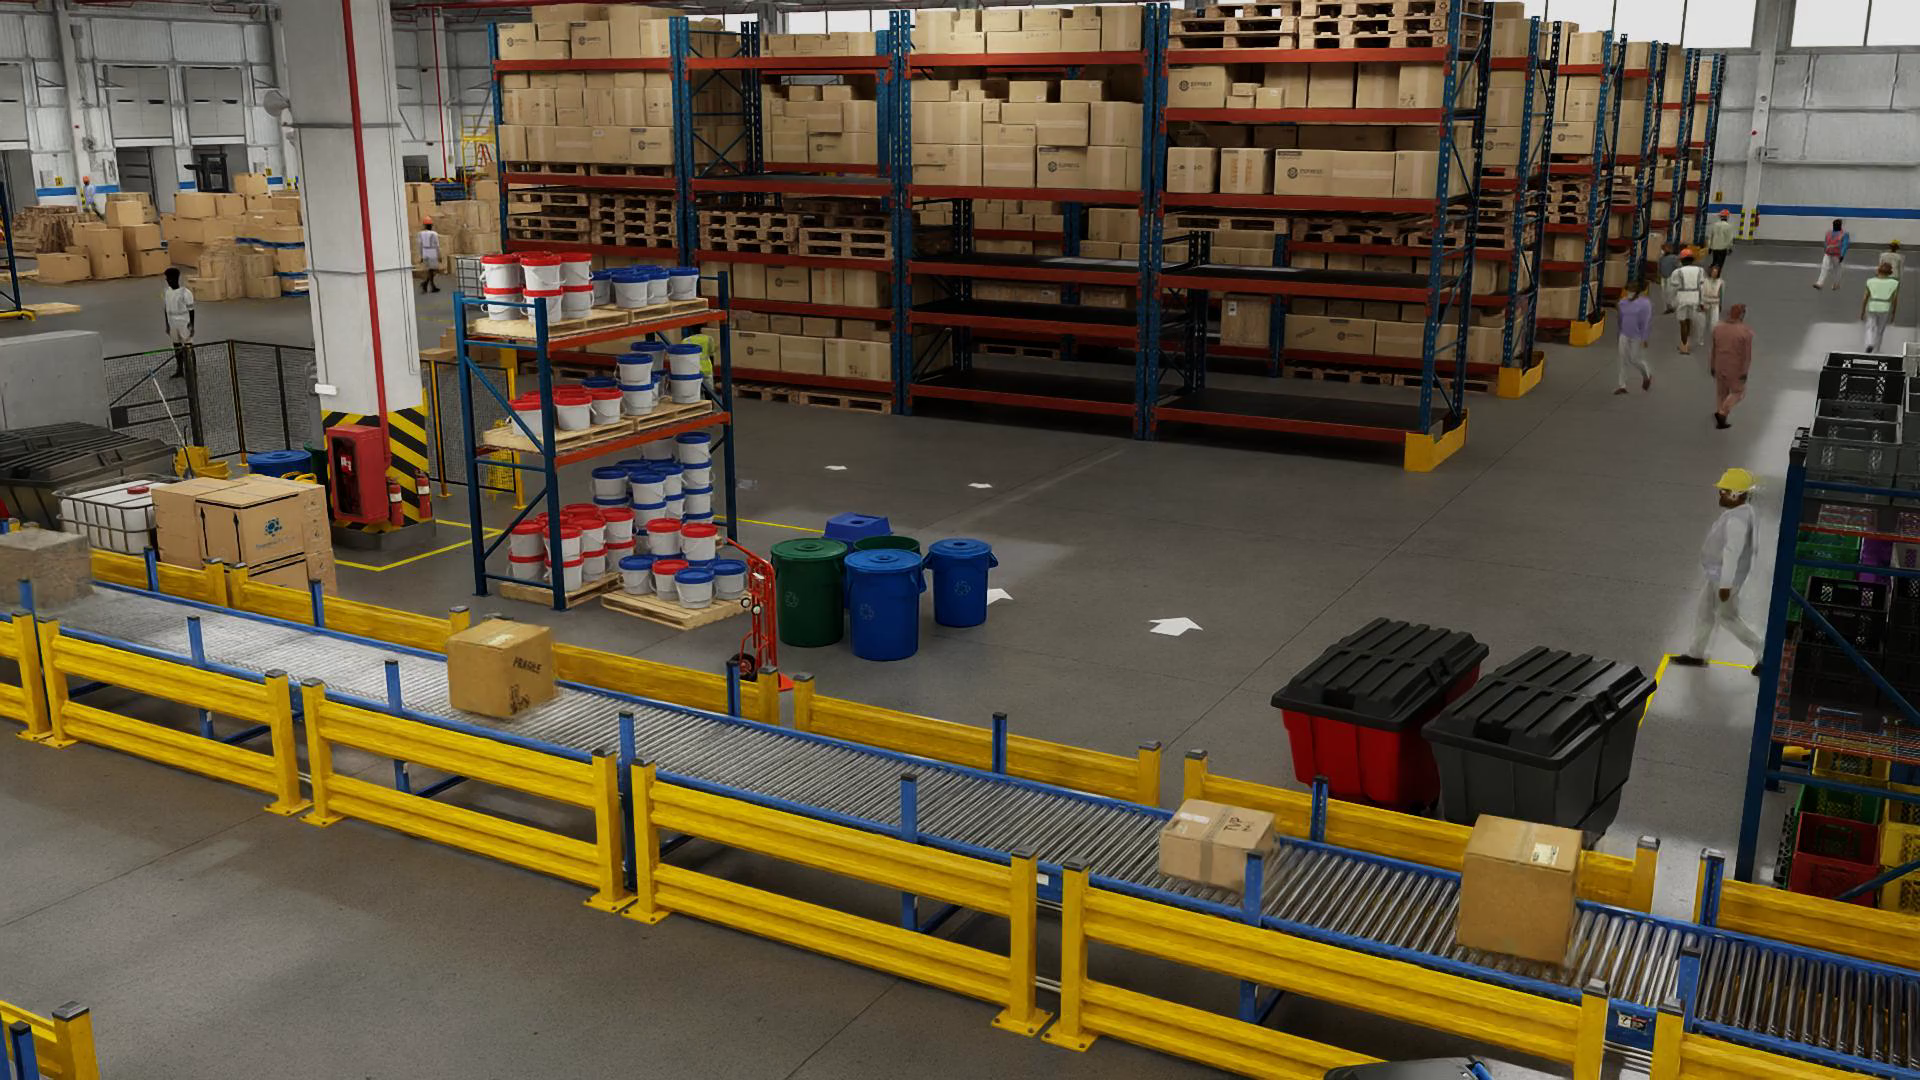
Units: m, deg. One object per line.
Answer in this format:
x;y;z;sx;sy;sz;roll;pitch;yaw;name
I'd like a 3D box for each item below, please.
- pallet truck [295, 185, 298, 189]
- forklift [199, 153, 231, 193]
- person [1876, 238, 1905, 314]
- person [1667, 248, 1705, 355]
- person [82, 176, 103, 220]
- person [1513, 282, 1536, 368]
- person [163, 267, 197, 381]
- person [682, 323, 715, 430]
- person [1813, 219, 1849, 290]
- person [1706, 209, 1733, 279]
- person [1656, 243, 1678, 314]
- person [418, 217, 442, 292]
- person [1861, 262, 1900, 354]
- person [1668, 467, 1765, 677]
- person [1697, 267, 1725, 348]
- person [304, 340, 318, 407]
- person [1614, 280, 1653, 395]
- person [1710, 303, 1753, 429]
-26.804;-14.617;69.738;1.885;1.965;0.823;-14;20;-42;pallet truck
-27.440;-12.865;61.464;1.873;2.768;1.129;8;17;28;forklift
21.064;-5.962;37.709;0.526;1.738;0.675;9;17;30;person
13.964;-4.610;32.093;0.624;2.008;0.819;0;15;0;person
-33.672;-13.158;64.451;0.553;1.896;0.953;3;15;11;person
9.986;-3.978;29.954;0.680;1.879;0.781;-9;17;-31;person
-13.609;-3.764;28.999;0.601;1.967;0.369;5;16;18;person
-3.879;-2.488;24.719;0.535;1.698;0.318;-11;18;-35;person
22.353;-7.294;42.598;0.945;1.789;0.654;-10;18;-33;person
20.028;-7.702;43.763;0.421;1.980;0.612;-8;17;-29;person
16.093;-5.942;37.875;0.479;1.598;0.584;-8;17;-29;person
-13.401;-7.169;41.903;0.551;1.917;0.692;6;16;20;person
17.255;-4.288;31.220;0.580;1.831;0.566;8;17;27;person
6.586;0.278;14.120;0.811;1.808;0.599;7;16;25;person
14.774;-4.579;32.770;0.523;1.596;0.841;4;15;14;person
-8.667;-1.927;22.682;0.790;1.656;0.535;7;17;25;person
11.219;-3.366;27.607;0.691;1.912;0.653;-10;18;-34;person
11.365;-2.546;24.573;0.540;1.893;0.648;-9;18;-31;person
